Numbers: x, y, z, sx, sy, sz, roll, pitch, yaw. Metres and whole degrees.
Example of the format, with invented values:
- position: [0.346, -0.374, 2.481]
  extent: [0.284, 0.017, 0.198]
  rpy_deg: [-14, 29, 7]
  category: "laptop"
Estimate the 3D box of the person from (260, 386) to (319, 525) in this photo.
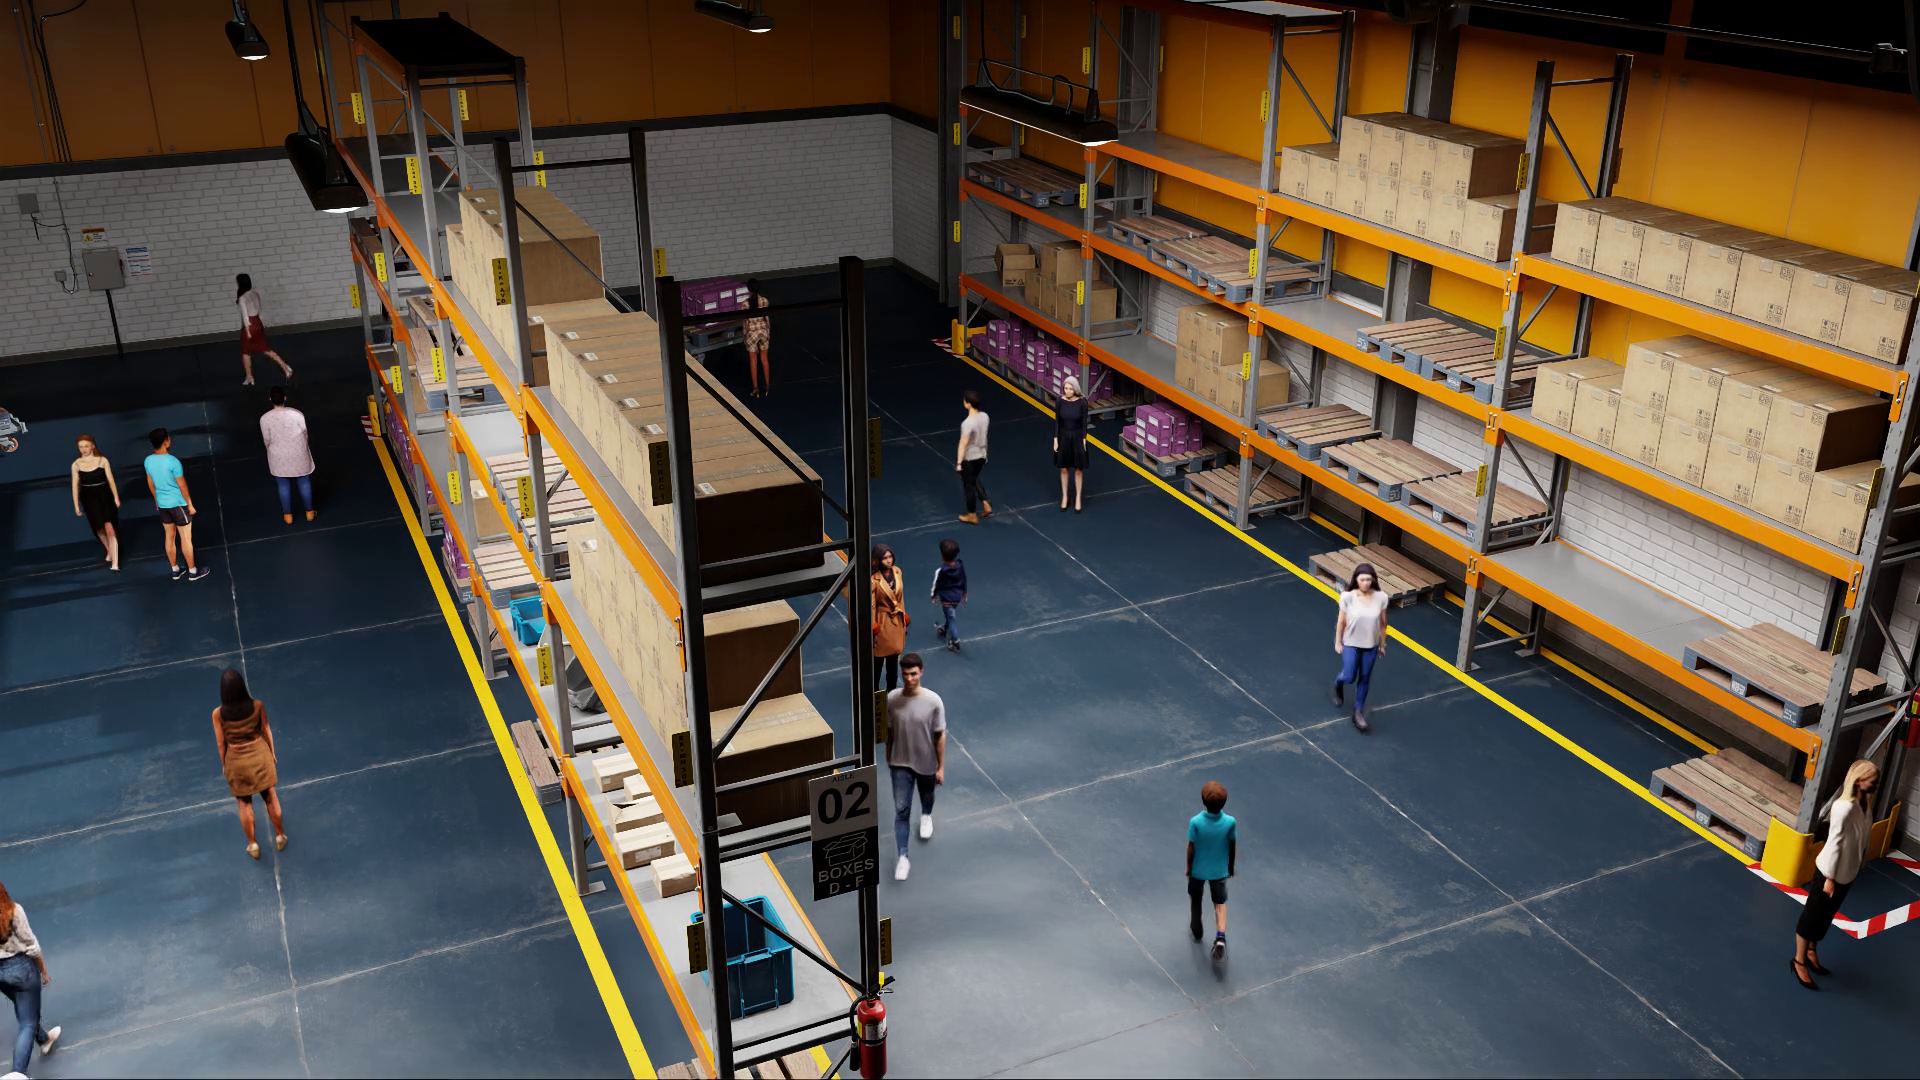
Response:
- position: [-8.127, -1.048, 20.122]
  extent: [0.695, 1.743, 0.631]
  rpy_deg: [-9, 25, -19]
  category: "person"

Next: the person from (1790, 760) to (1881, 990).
- position: [6.365, 2.409, 12.072]
  extent: [0.687, 1.857, 0.641]
  rpy_deg: [-22, 32, -40]
  category: "person"

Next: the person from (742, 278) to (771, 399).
- position: [-2.982, -2.973, 24.461]
  extent: [0.576, 1.795, 0.543]
  rpy_deg: [-11, 26, -24]
  category: "person"

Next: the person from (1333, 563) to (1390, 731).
- position: [3.725, 0.959, 15.621]
  extent: [0.757, 1.671, 0.870]
  rpy_deg: [-2, 24, -5]
  category: "person"

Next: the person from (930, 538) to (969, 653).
- position: [-0.069, 0.586, 17.058]
  extent: [0.616, 1.204, 0.789]
  rpy_deg: [-16, 28, -32]
  category: "person"

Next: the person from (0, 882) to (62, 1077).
- position: [-6.329, 2.940, 11.058]
  extent: [0.844, 1.695, 1.184]
  rpy_deg: [-2, 24, -4]
  category: "person"

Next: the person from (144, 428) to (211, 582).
- position: [-8.807, -0.396, 18.589]
  extent: [0.692, 1.776, 0.723]
  rpy_deg: [5, 24, 12]
  category: "person"

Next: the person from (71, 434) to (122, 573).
- position: [-9.811, -0.456, 18.963]
  extent: [0.664, 1.587, 1.059]
  rpy_deg: [-8, 25, -18]
  category: "person"

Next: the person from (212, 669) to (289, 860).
- position: [-5.824, 1.827, 13.615]
  extent: [0.585, 1.687, 0.531]
  rpy_deg: [-13, 27, -28]
  category: "person"

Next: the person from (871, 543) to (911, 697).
- position: [-0.714, 0.838, 15.837]
  extent: [0.743, 1.720, 0.693]
  rpy_deg: [-19, 30, -37]
  category: "person"

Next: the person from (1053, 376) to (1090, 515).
- position: [1.363, -1.178, 20.424]
  extent: [0.715, 1.741, 0.754]
  rpy_deg: [6, 24, 13]
  category: "person"

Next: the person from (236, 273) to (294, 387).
- position: [-10.479, -3.107, 24.859]
  extent: [1.089, 1.723, 1.099]
  rpy_deg: [5, 24, 12]
  category: "person"

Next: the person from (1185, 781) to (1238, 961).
- position: [1.879, 2.473, 12.451]
  extent: [0.729, 1.436, 0.918]
  rpy_deg: [-1, 24, -1]
  category: "person"

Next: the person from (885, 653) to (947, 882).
- position: [-0.346, 1.752, 13.583]
  extent: [1.028, 1.851, 1.290]
  rpy_deg: [1, 24, 1]
  category: "person"

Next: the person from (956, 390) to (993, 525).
- position: [0.216, -0.980, 20.007]
  extent: [0.799, 1.711, 0.752]
  rpy_deg: [19, 30, 36]
  category: "person"
